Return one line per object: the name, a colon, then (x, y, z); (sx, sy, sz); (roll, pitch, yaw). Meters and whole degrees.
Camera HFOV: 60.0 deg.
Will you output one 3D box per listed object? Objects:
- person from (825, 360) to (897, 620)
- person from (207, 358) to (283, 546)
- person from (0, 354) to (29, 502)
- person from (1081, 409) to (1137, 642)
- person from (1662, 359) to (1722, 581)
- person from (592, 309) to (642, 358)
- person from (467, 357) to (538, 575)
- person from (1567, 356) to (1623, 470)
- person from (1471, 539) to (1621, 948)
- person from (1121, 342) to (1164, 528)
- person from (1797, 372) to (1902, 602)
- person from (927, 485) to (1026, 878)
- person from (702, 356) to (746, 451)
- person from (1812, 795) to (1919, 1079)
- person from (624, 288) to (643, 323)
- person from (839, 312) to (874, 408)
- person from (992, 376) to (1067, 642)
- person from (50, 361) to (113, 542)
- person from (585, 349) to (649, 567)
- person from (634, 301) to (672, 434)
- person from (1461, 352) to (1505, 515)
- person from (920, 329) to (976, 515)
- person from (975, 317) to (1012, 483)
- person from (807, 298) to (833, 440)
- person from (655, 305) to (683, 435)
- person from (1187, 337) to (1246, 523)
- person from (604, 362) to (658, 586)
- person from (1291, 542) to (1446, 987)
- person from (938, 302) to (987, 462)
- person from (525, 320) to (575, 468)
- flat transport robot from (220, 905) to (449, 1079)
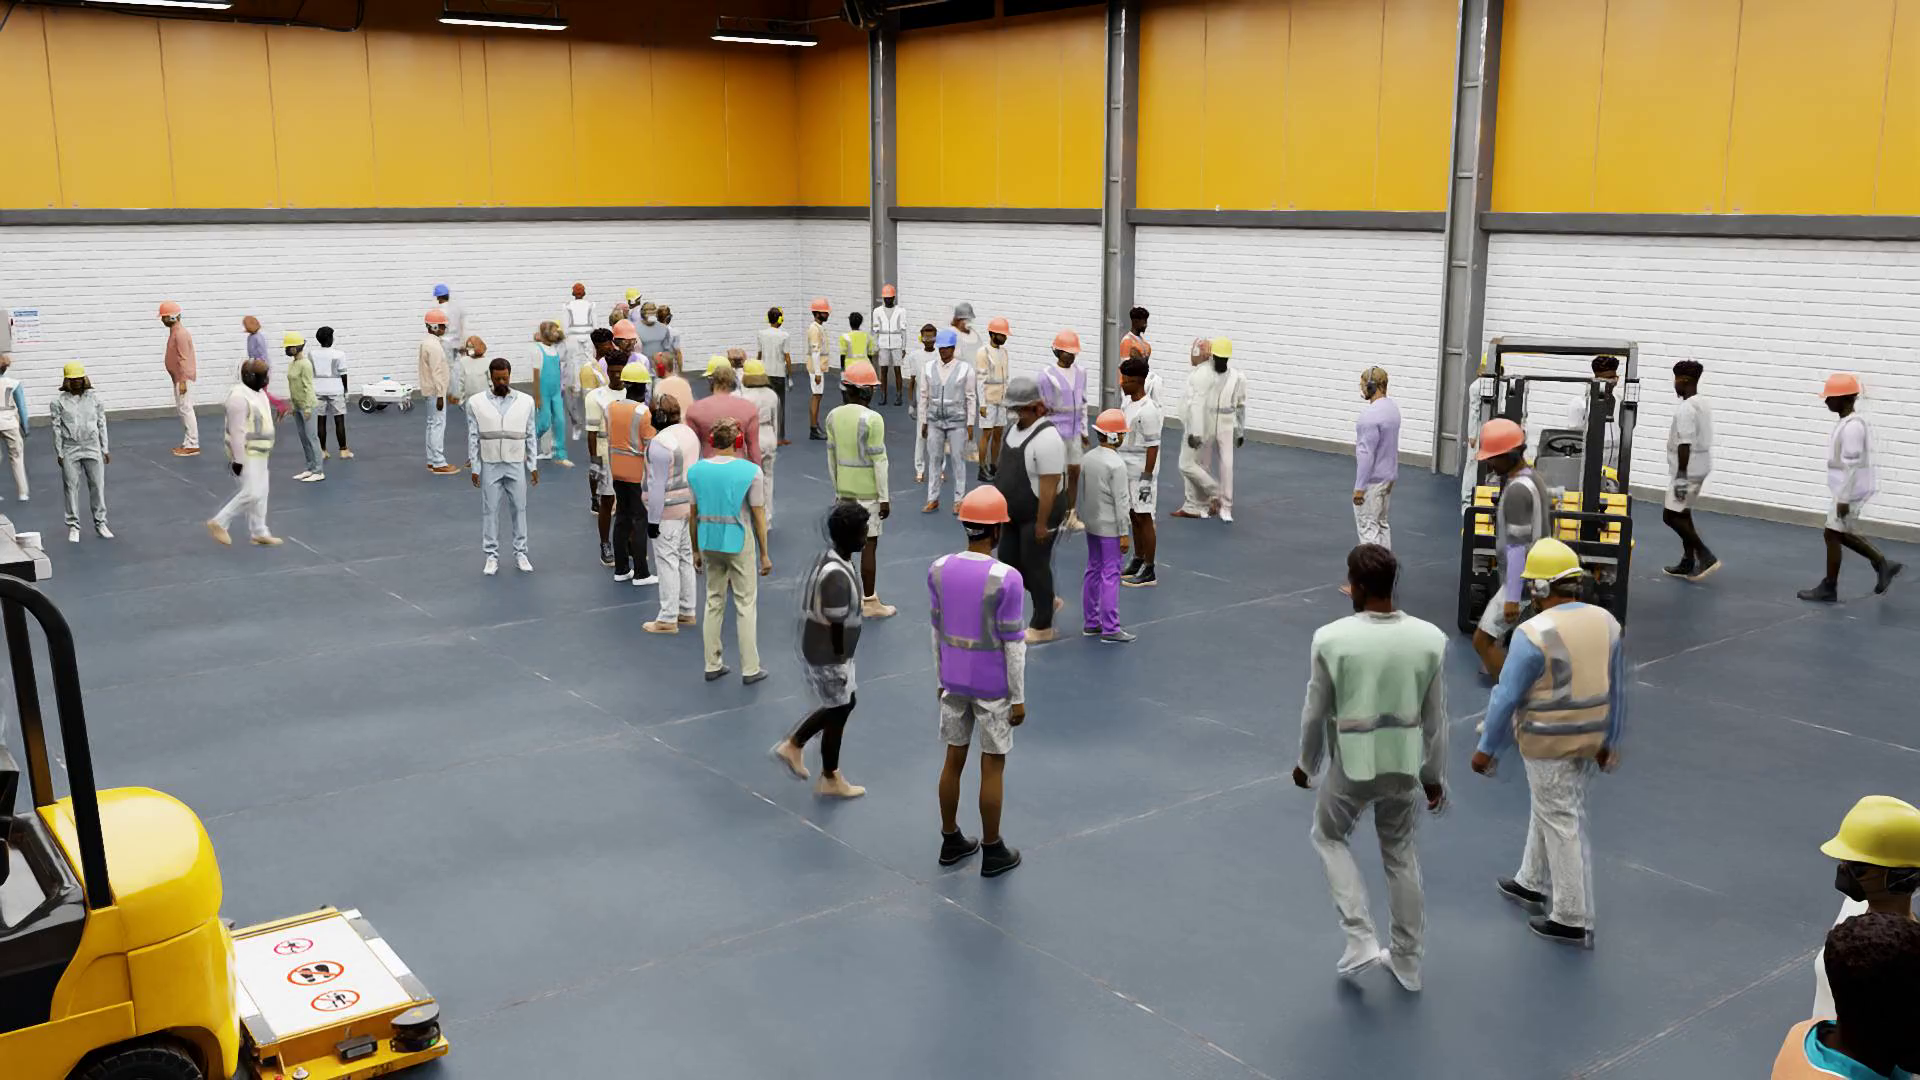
person: (-0.778, -0.391, 13.118); (0.607, 2.044, 0.372); (10, 16, 41)
person: (-6.775, -0.812, 15.719); (0.590, 1.820, 0.640); (-1, 12, -5)
person: (-10.413, -1.209, 18.077); (0.527, 1.628, 0.319); (-3, 12, -13)
person: (1.117, -0.110, 12.466); (0.330, 1.751, 0.563); (-6, 13, -26)
person: (6.323, -0.589, 14.342); (0.549, 1.932, 0.644); (9, 15, 37)
person: (-4.211, -1.888, 20.600); (0.635, 1.937, 0.352); (1, 12, 7)
person: (-4.038, -0.661, 14.728); (0.589, 1.918, 0.392); (-4, 12, -20)
person: (5.550, -0.639, 14.501); (0.602, 1.966, 0.368); (-4, 12, -20)
person: (2.628, 0.889, 7.532); (0.630, 1.791, 0.769); (-7, 13, -29)
person: (1.795, -1.042, 16.646); (0.345, 1.882, 0.584); (-7, 14, -31)
person: (7.320, -0.411, 13.555); (0.713, 1.905, 0.557); (5, 13, 21)
person: (0.101, 0.689, 8.180); (0.545, 1.930, 0.387); (9, 14, 36)
person: (-2.236, -0.844, 15.853); (0.403, 1.821, 0.601); (-1, 12, -4)
person: (2.419, 1.535, 4.490); (0.309, 1.769, 0.523); (1, 12, 6)
person: (-5.303, -3.209, 27.265); (0.403, 1.822, 0.588); (0, 12, -1)
person: (-1.502, -2.424, 23.821); (0.552, 1.671, 0.624); (-6, 13, -25)
person: (0.513, -0.237, 12.382); (0.544, 2.000, 0.721); (-5, 13, -22)
person: (-8.494, -0.857, 16.098); (0.484, 1.744, 0.295); (-10, 15, -39)
person: (-3.080, -0.751, 15.041); (0.618, 1.963, 0.361); (-11, 16, -42)
person: (-4.144, -2.225, 22.266); (0.634, 1.930, 0.384); (-9, 15, -36)
person: (5.476, -1.105, 17.292); (0.493, 1.742, 0.322); (-8, 14, -35)
person: (-0.133, -1.235, 17.422); (0.605, 1.949, 0.402); (4, 12, 17)
person: (0.416, -1.638, 19.431); (0.390, 1.925, 0.550); (9, 15, 37)
person: (-1.914, -2.345, 22.815); (0.373, 1.934, 0.551); (0, 12, -1)
person: (-4.014, -2.279, 22.719); (0.507, 1.846, 0.345); (3, 12, 16)
person: (2.621, -1.117, 16.990); (0.616, 1.896, 0.769); (0, 12, 1)
person: (-2.789, -0.564, 14.273); (0.581, 1.919, 0.393); (8, 14, 34)
person: (1.734, 0.950, 6.997); (0.607, 1.894, 0.461); (-3, 12, -12)
person: (0.023, -2.039, 21.082); (0.923, 2.000, 0.678); (10, 15, 40)
person: (-5.089, -1.791, 20.463); (0.730, 1.807, 0.541); (6, 13, 28)
flat transport robot: (-2.641, 1.818, 6.754); (0.652, 0.197, 1.431); (-8, 14, -35)
